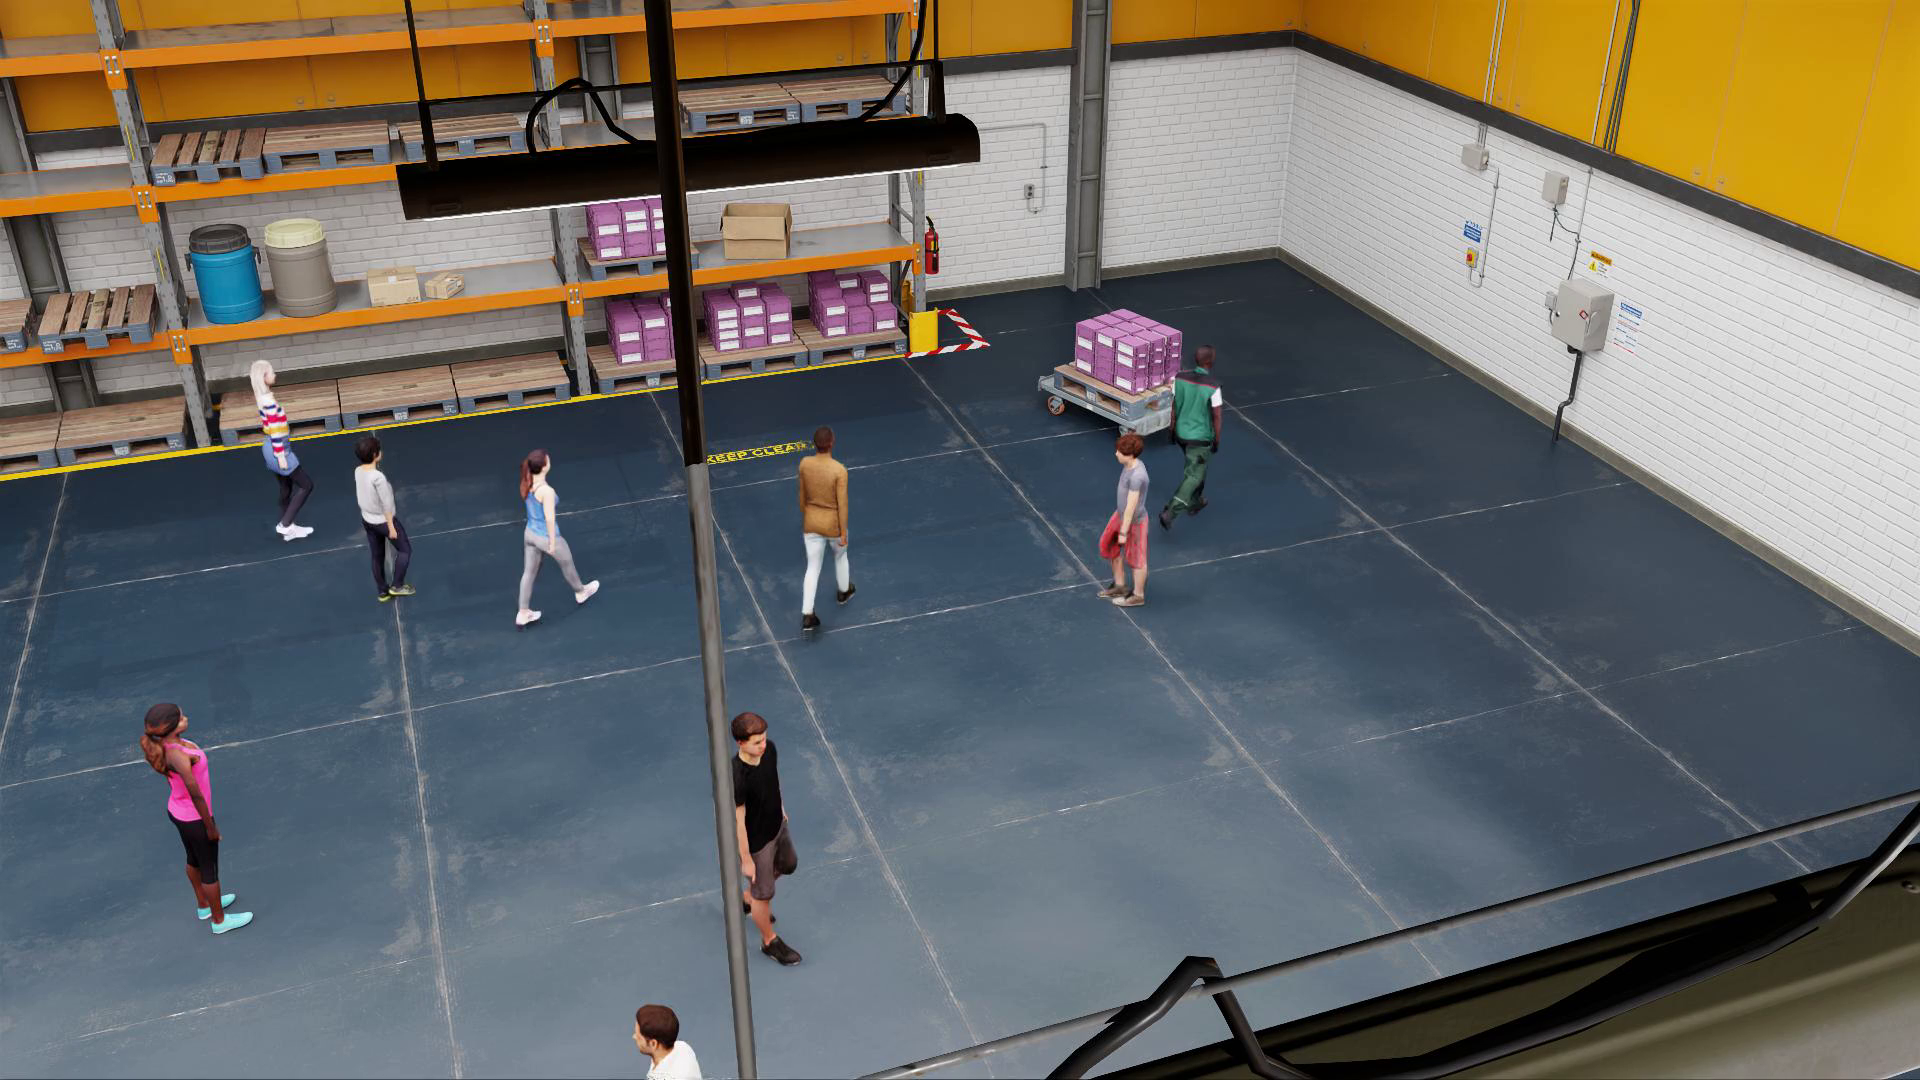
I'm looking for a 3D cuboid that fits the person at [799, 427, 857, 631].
[{"bbox_3d":[-1.187,-0.070,14.028,1.193,1.778,1.163,8,30,15],"label":"person"}]

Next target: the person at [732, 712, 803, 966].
[{"bbox_3d":[-1.313,1.818,10.490,1.025,1.854,0.963,12,31,20],"label":"person"}]

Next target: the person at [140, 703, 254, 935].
[{"bbox_3d":[-4.950,1.775,10.704,0.665,1.724,0.637,-25,37,-37],"label":"person"}]

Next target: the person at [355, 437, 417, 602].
[{"bbox_3d":[-5.089,-0.142,14.408,0.662,1.542,0.697,18,34,30],"label":"person"}]

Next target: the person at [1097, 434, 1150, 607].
[{"bbox_3d":[1.556,-0.160,14.338,0.726,1.640,0.695,-2,29,-4],"label":"person"}]

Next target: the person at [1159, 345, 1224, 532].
[{"bbox_3d":[2.151,-0.918,15.555,1.017,1.806,1.257,24,36,36],"label":"person"}]

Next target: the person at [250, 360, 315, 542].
[{"bbox_3d":[-6.357,-0.793,15.330,0.686,1.801,0.713,-15,32,-26],"label":"person"}]

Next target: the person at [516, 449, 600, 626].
[{"bbox_3d":[-3.595,0.008,14.105,0.939,1.569,1.132,20,35,32],"label":"person"}]

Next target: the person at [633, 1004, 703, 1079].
[{"bbox_3d":[-1.255,3.062,8.220,0.843,1.843,0.806,-4,29,-6],"label":"person"}]
